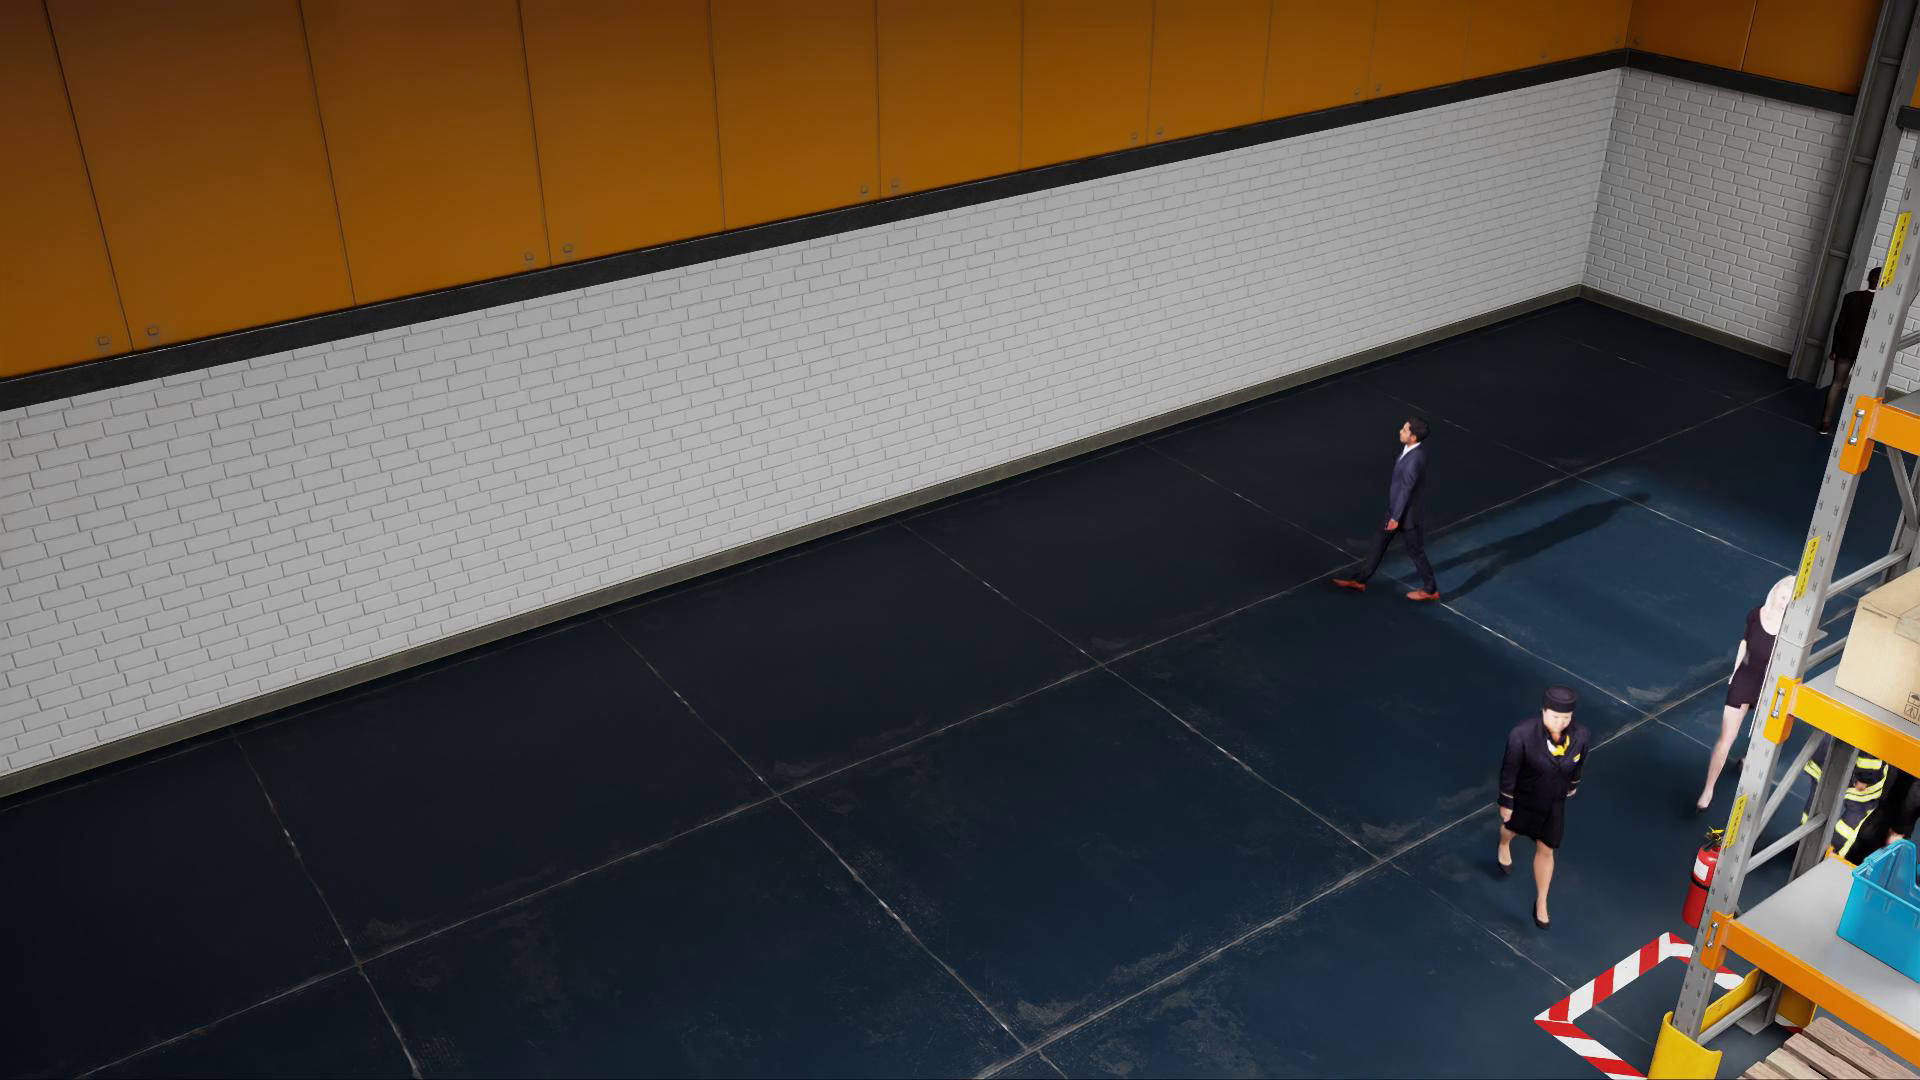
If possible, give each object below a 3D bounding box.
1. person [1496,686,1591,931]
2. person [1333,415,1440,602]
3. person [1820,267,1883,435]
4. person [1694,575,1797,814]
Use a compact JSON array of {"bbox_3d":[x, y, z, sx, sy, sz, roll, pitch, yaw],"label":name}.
[{"bbox_3d":[3.680,1.597,10.657,1.109,1.620,1.203,2,29,4],"label":"person"},{"bbox_3d":[3.807,-0.202,13.894,1.195,1.678,1.114,6,29,11],"label":"person"},{"bbox_3d":[9.113,-1.906,16.893,0.582,1.799,0.765,23,36,35],"label":"person"},{"bbox_3d":[5.595,1.018,11.558,0.814,1.775,1.185,-24,37,-37],"label":"person"}]
